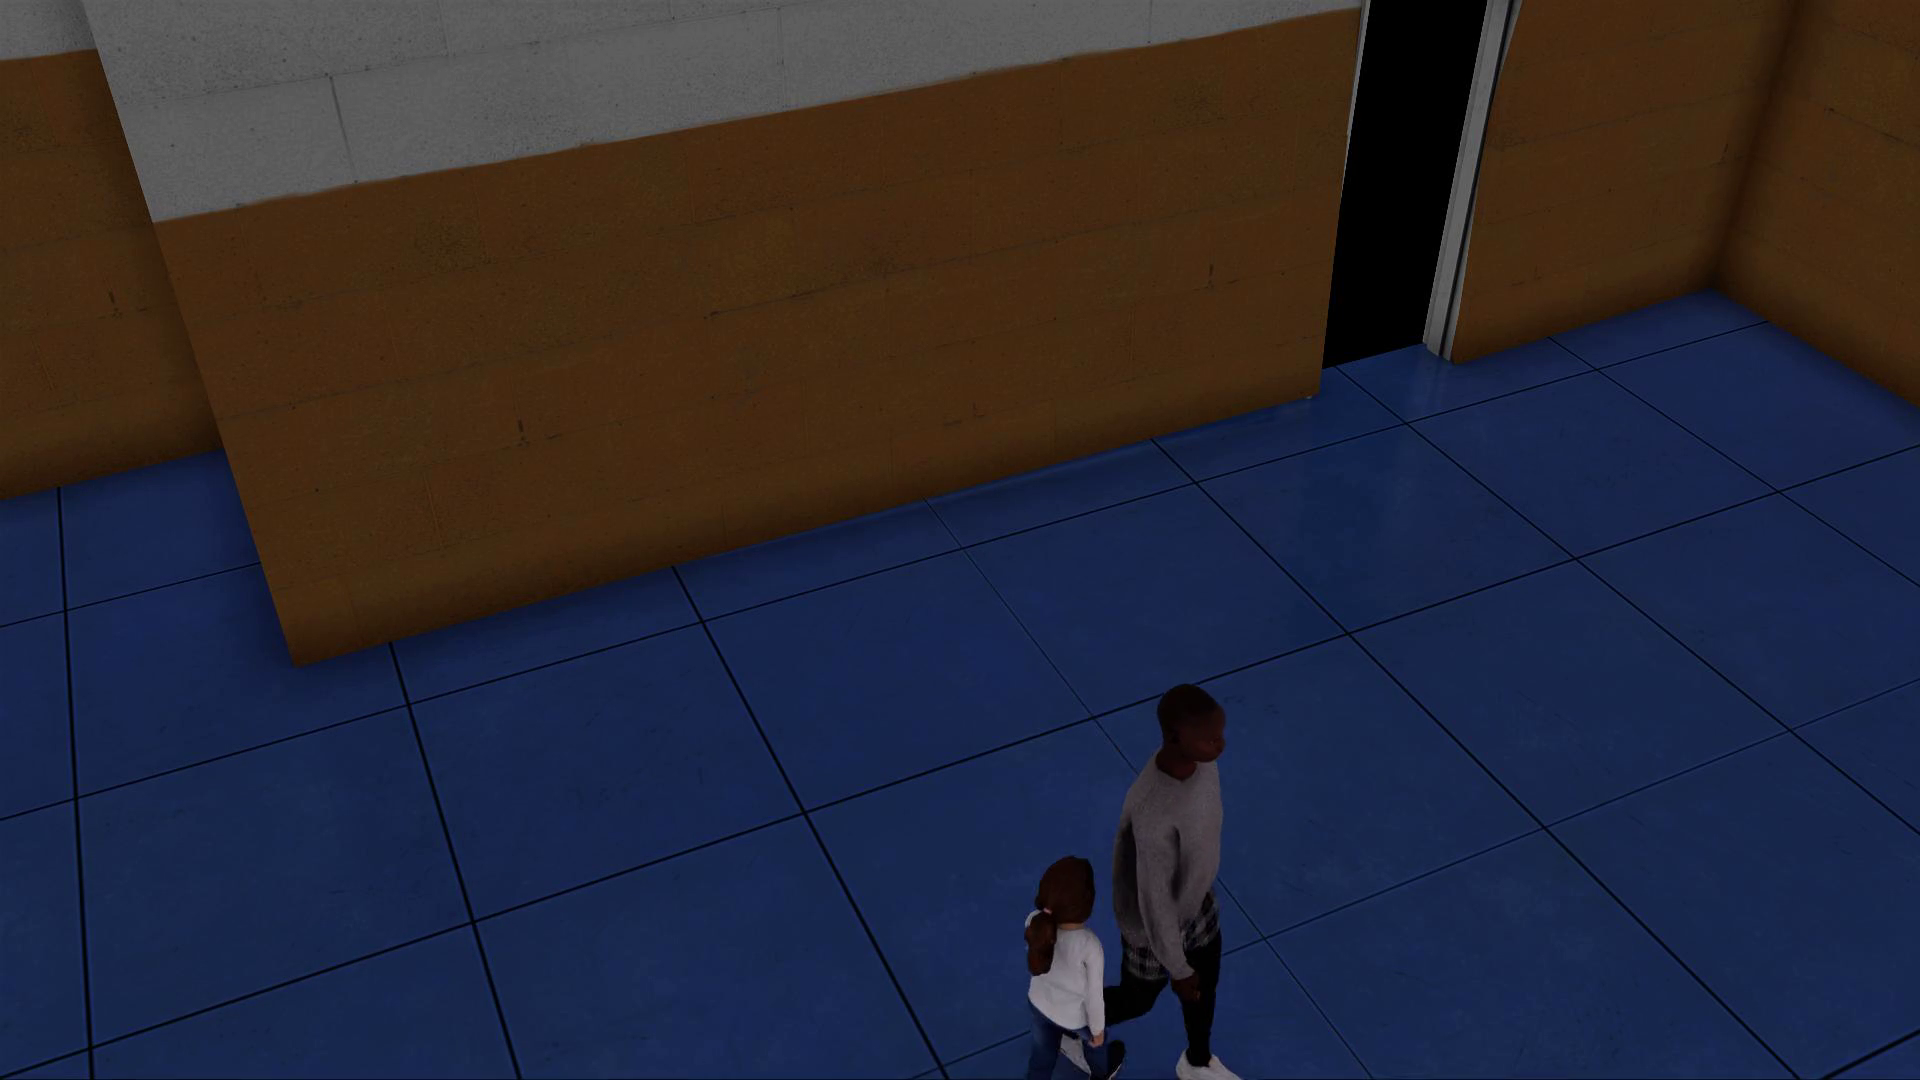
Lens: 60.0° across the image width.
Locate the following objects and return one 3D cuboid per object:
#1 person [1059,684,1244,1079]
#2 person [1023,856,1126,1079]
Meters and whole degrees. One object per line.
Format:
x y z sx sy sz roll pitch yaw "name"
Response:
0.565 1.143 5.214 1.064 1.754 0.928 19 41 24 "person"
0.298 1.499 5.293 0.698 1.089 0.717 25 44 29 "person"
